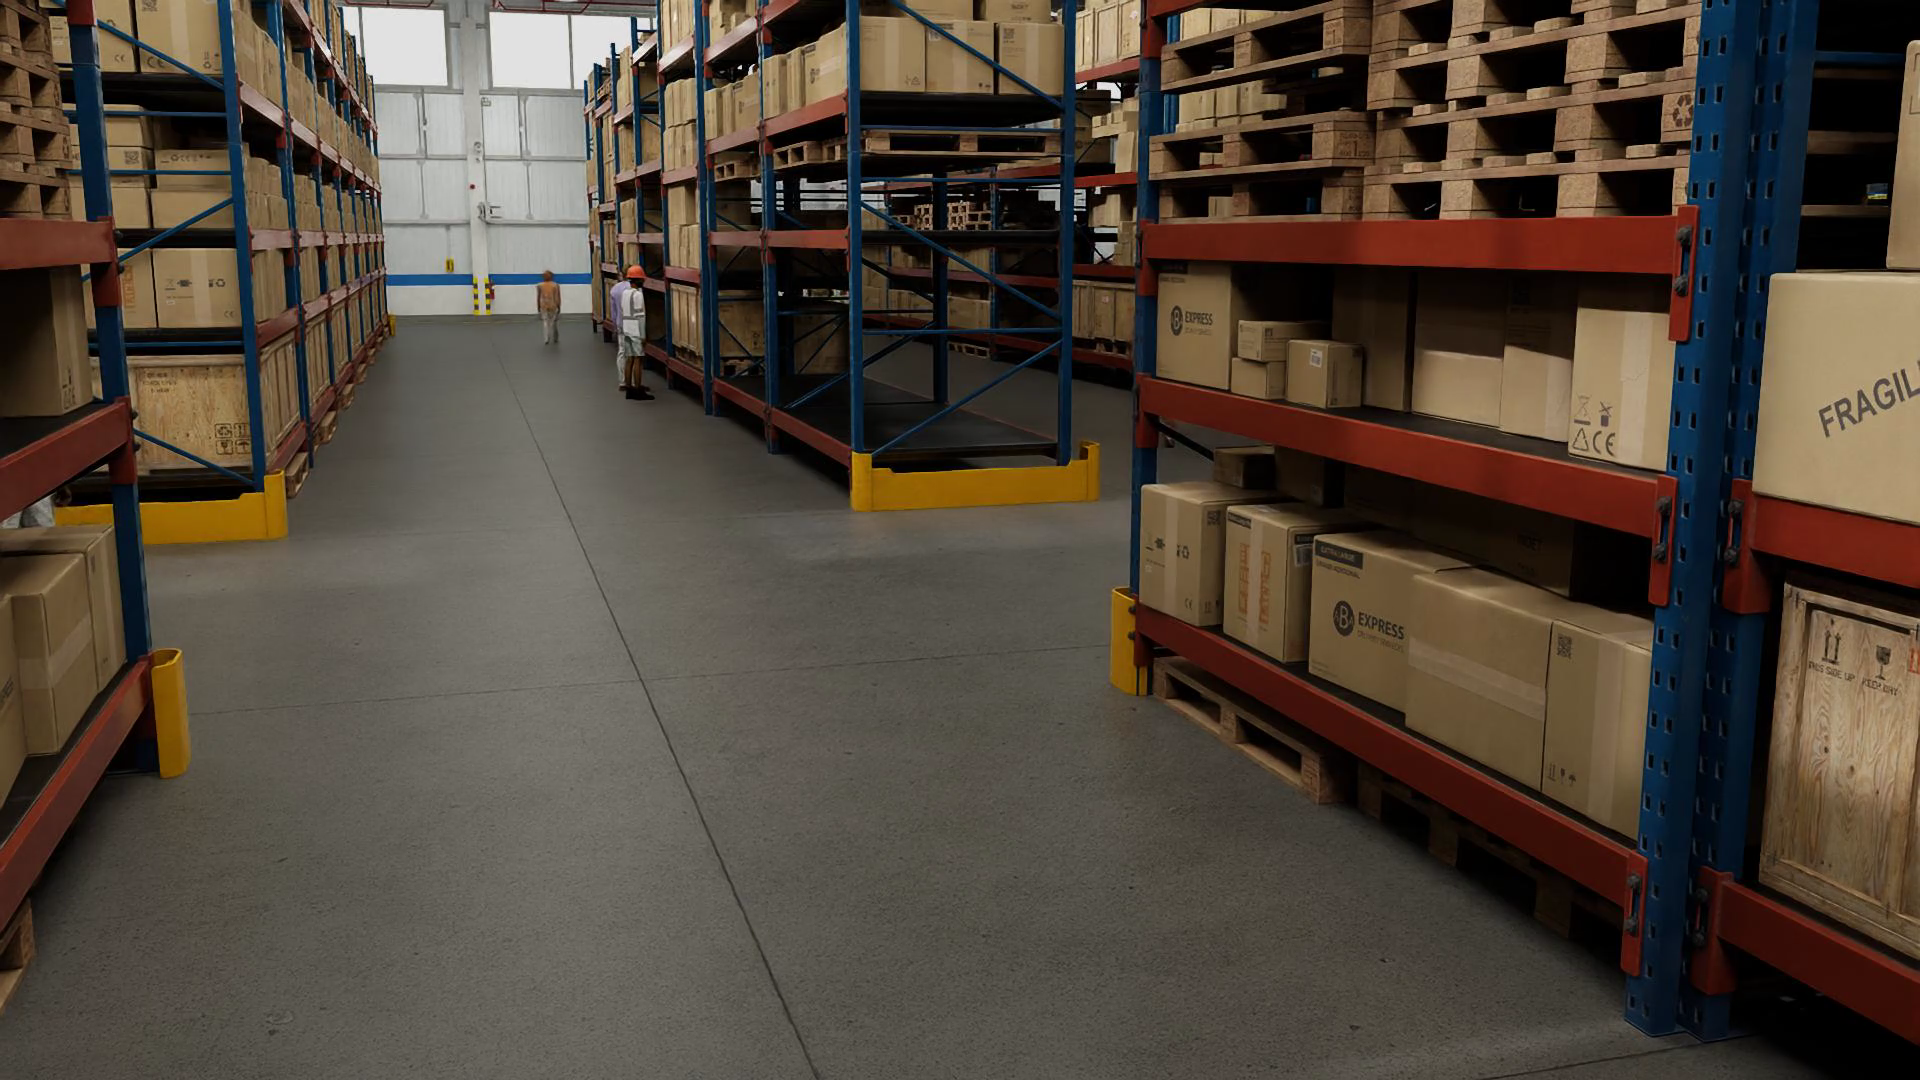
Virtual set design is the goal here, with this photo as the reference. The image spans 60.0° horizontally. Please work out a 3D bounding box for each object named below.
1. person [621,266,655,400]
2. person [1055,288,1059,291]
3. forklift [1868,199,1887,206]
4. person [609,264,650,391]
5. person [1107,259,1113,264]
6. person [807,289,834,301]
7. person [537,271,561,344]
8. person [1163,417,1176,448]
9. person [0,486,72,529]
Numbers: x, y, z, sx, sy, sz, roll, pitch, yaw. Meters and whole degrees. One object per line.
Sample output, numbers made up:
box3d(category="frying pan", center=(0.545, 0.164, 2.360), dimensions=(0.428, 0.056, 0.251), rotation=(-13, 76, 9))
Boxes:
box3d(category="person", center=(-4.668, -2.979, 24.021), dimensions=(0.385, 1.927, 0.545), rotation=(-8, 13, -37))
box3d(category="person", center=(2.197, -6.279, 41.995), dimensions=(0.597, 1.974, 0.619), rotation=(8, 13, 37))
box3d(category="forklift", center=(11.338, -2.915, 21.052), dimensions=(1.129, 2.768, 1.873), rotation=(-3, 11, -17))
box3d(category="person", center=(-5.027, -3.218, 25.292), dimensions=(0.627, 1.940, 0.371), rotation=(6, 12, 31))
box3d(category="person", center=(3.170, -4.991, 35.179), dimensions=(0.564, 1.885, 1.015), rotation=(-3, 11, -18))
box3d(category="person", center=(-3.450, -6.040, 41.122), dimensions=(0.654, 1.802, 0.901), rotation=(-1, 10, -3))
box3d(category="person", center=(-9.078, -5.135, 36.740), dimensions=(0.525, 1.594, 0.856), rotation=(-1, 10, -8))
box3d(category="person", center=(2.300, -2.003, 18.761), dimensions=(0.645, 1.884, 0.682), rotation=(1, 10, 5))
box3d(category="person", center=(-5.257, -0.350, 9.297), dimensions=(0.395, 2.039, 0.608), rotation=(4, 11, 23))
